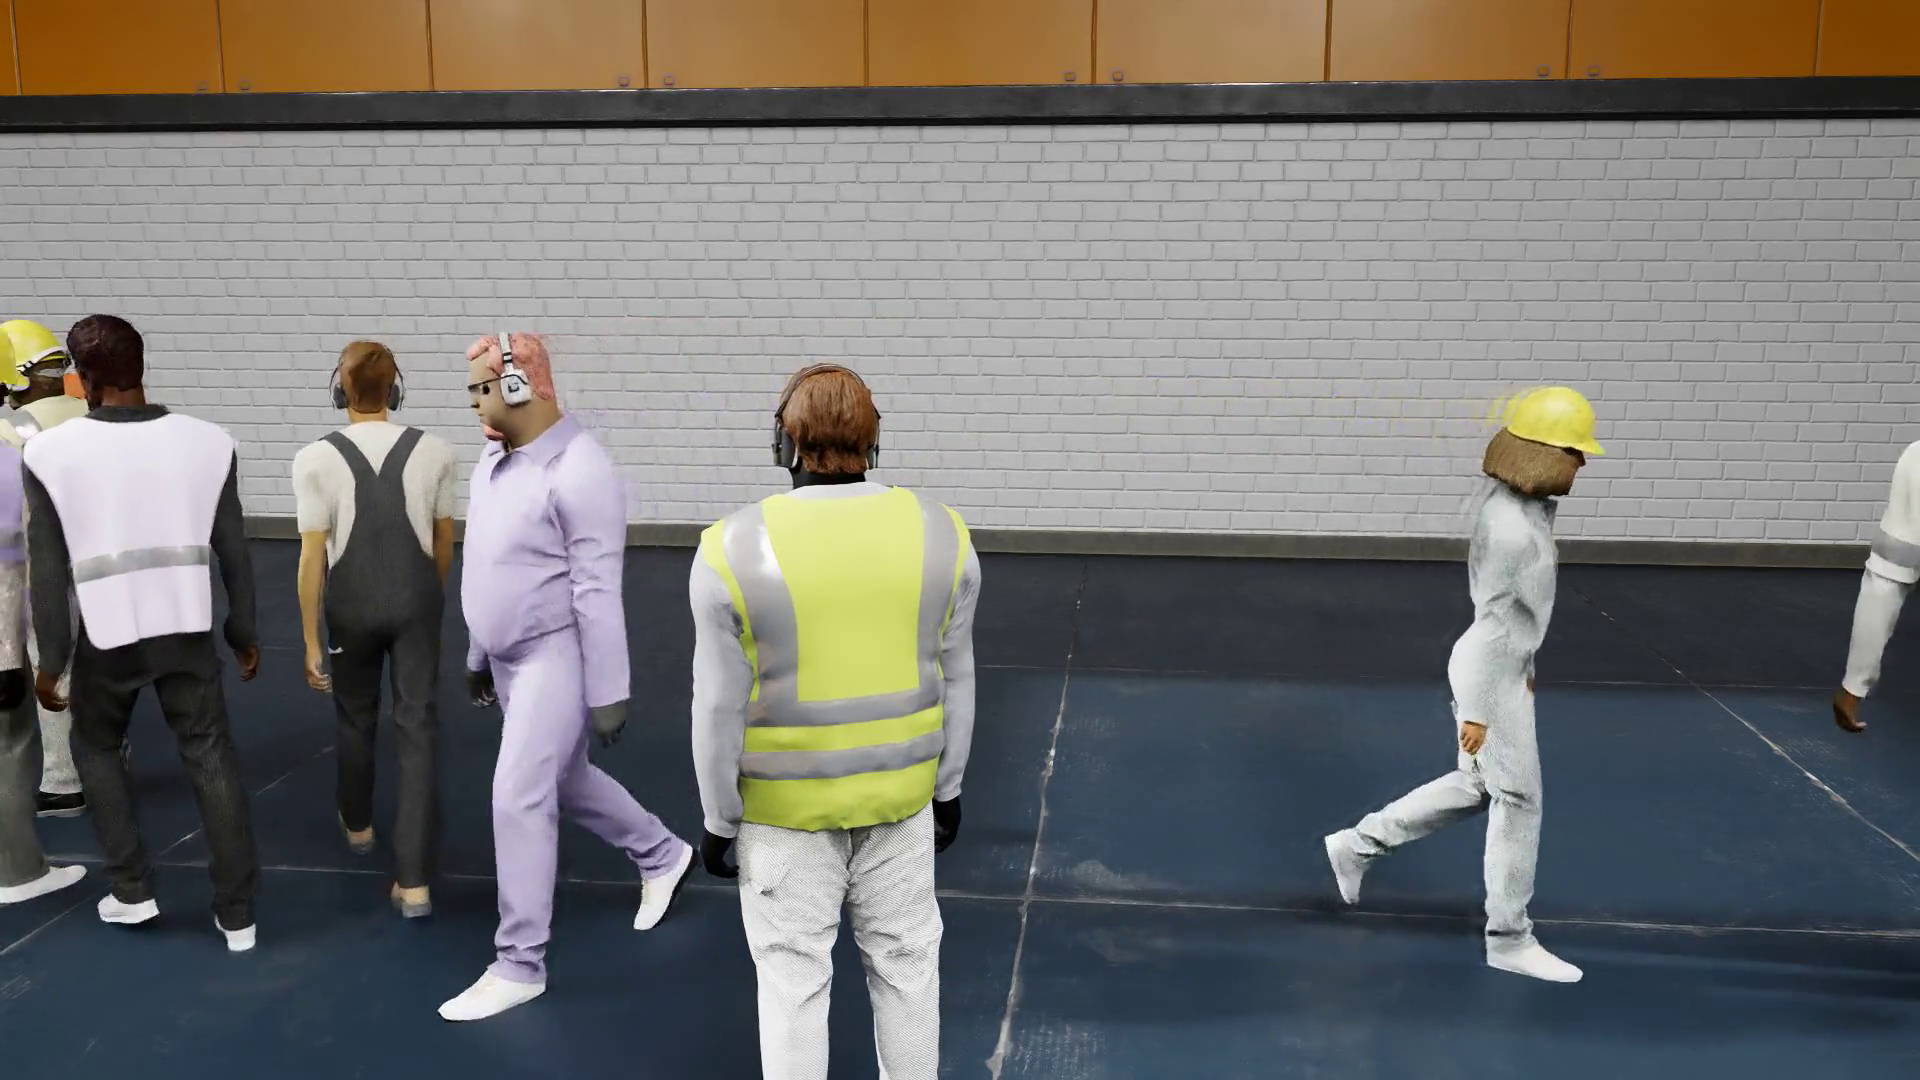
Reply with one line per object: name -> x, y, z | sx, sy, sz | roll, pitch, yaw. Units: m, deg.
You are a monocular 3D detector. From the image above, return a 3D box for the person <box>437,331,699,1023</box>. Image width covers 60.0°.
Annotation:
person -> -1.126, 0.331, 4.747 | 0.890, 1.864, 0.647 | -8, 13, -38

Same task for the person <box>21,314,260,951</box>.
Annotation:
person -> -2.433, 0.280, 4.964 | 0.630, 1.880, 0.740 | -9, 13, -42

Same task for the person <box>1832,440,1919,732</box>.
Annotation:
person -> 2.563, 0.369, 4.128 | 0.647, 1.984, 0.986 | 3, 10, 15

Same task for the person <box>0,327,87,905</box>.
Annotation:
person -> -3.054, 0.284, 4.959 | 0.600, 1.888, 0.862 | 3, 10, 15

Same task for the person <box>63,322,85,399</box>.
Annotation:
person -> -4.739, -0.363, 9.166 | 0.539, 1.698, 0.318 | -1, 10, -5

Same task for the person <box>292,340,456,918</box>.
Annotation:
person -> -1.875, 0.253, 5.396 | 0.504, 1.785, 1.009 | -4, 11, -22

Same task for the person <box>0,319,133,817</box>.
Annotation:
person -> -3.331, 0.107, 6.123 | 0.403, 1.824, 0.586 | 2, 10, 13

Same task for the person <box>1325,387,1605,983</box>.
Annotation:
person -> 1.434, 0.403, 4.751 | 0.701, 1.704, 0.532 | 4, 11, 21

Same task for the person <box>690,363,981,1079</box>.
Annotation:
person -> -0.272, 0.547, 3.553 | 0.627, 1.844, 0.429 | -4, 11, -22
